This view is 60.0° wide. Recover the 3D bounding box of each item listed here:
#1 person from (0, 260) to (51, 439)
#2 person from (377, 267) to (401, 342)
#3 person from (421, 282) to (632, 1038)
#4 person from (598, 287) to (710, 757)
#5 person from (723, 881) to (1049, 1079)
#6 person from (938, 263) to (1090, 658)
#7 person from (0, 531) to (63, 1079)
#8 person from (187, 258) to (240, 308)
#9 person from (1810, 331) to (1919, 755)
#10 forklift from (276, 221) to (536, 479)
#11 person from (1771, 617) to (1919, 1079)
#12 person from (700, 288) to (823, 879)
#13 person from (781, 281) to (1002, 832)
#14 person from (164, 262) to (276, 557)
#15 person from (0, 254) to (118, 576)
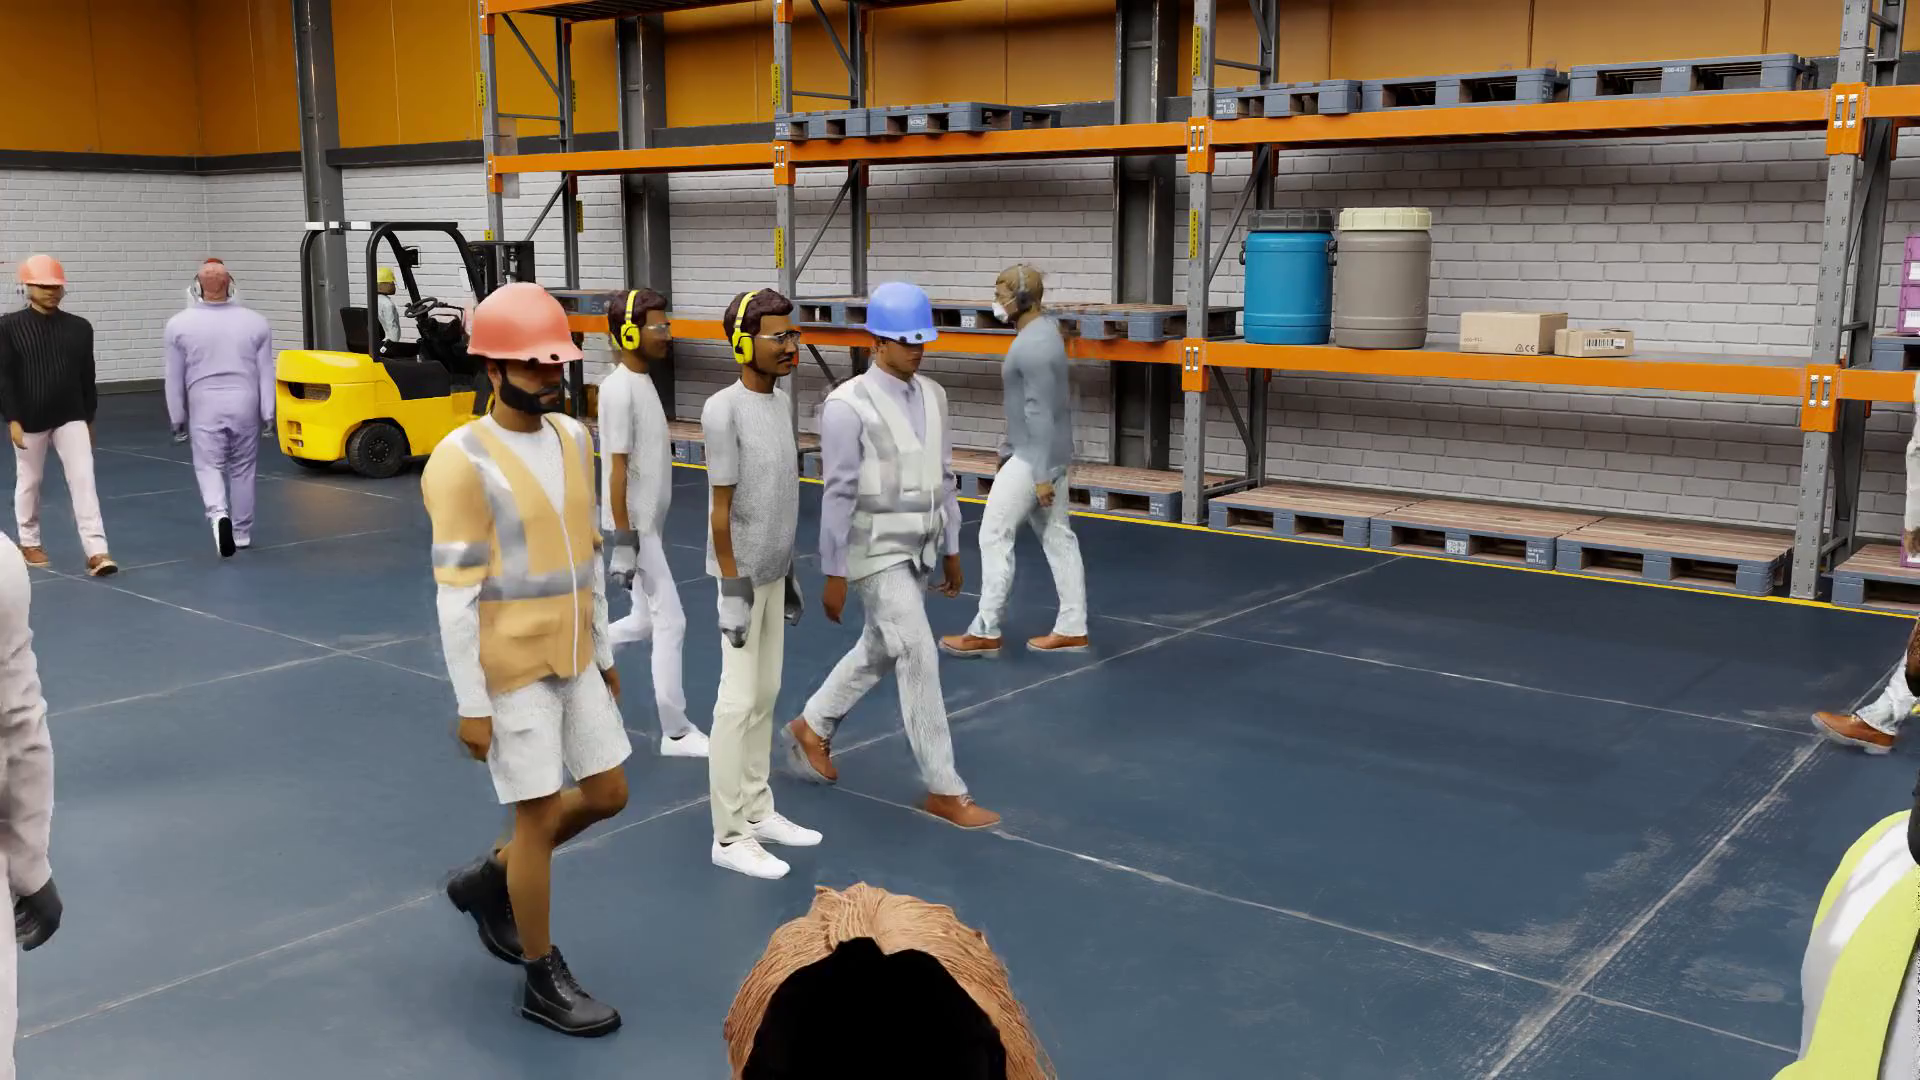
[{"bbox_3d":[-9.665,-1.942,16.548,1.042,1.989,0.628,-4,11,-22],"label":"person"},{"bbox_3d":[-5.909,-1.935,17.176,0.485,1.744,0.295,10,14,43],"label":"person"},{"bbox_3d":[-1.127,0.305,4.274,0.536,1.920,0.571,5,11,25],"label":"person"},{"bbox_3d":[-1.305,-0.051,6.459,0.771,1.851,0.518,0,10,0],"label":"person"},{"bbox_3d":[-0.039,0.986,1.339,0.534,1.610,0.554,-2,10,-9],"label":"person"},{"bbox_3d":[0.249,-0.369,8.062,0.858,1.907,0.655,2,10,9],"label":"person"},{"bbox_3d":[-1.873,0.600,2.818,0.658,1.859,1.019,-9,13,-39],"label":"person"},{"bbox_3d":[-8.382,-2.253,18.750,0.577,1.824,1.033,-2,10,-12],"label":"person"},{"bbox_3d":[3.957,-0.064,6.484,1.035,1.869,0.688,0,10,-1],"label":"person"},{"bbox_3d":[-4.922,-1.741,14.854,1.214,2.155,2.313,8,13,38],"label":"forklift"},{"bbox_3d":[0.838,0.892,1.306,0.431,1.832,0.642,0,10,0],"label":"person"},{"bbox_3d":[-0.639,0.132,5.377,0.335,1.871,0.521,4,11,19],"label":"person"},{"bbox_3d":[-0.290,0.033,5.891,0.992,1.899,0.621,7,12,33],"label":"person"},{"bbox_3d":[-4.723,-0.829,10.670,0.650,1.884,0.787,-6,12,-29],"label":"person"},{"bbox_3d":[-5.516,-0.749,10.089,1.073,1.939,0.610,10,14,43],"label":"person"}]
